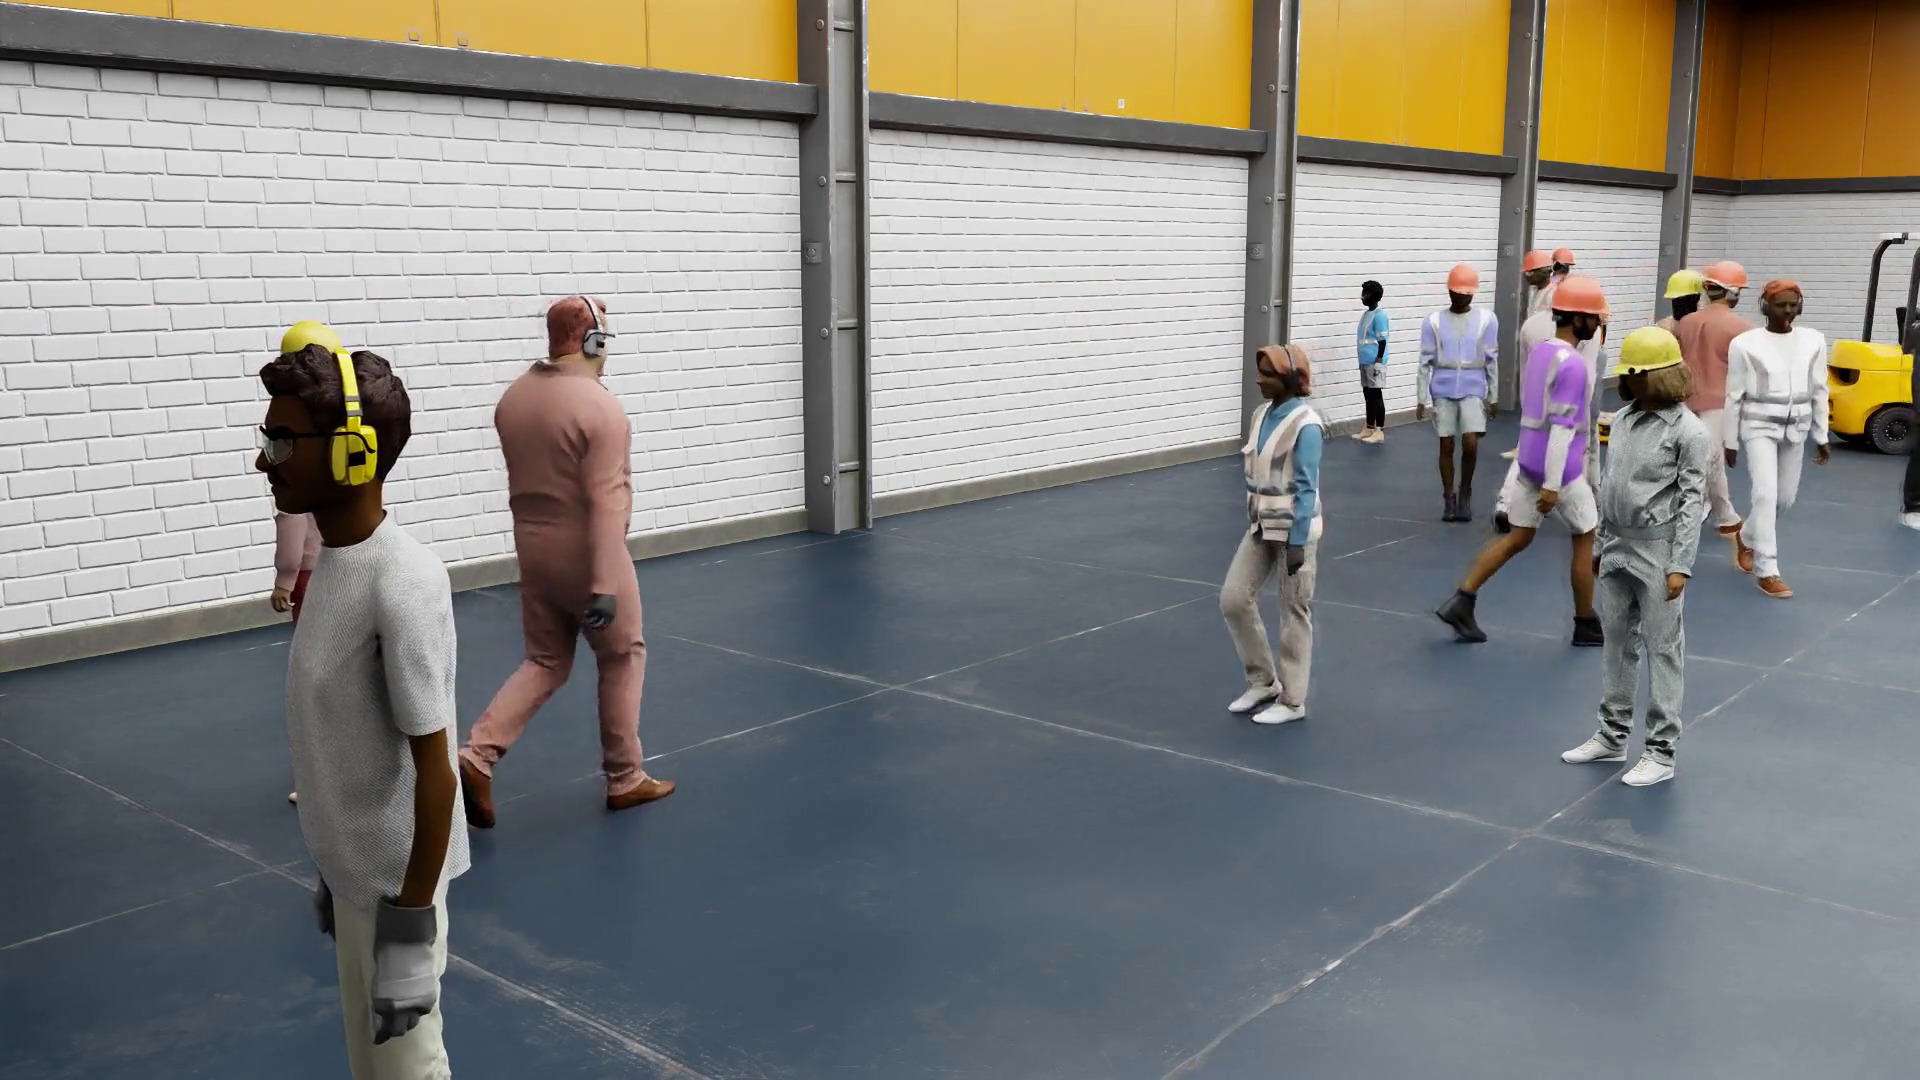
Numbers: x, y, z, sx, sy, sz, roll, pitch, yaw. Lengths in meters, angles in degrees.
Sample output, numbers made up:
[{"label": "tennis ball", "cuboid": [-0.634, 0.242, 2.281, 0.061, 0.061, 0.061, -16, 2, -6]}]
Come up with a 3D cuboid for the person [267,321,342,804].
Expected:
[{"label": "person", "cuboid": [-2.316, 0.089, 6.079, 0.321, 1.767, 0.533, 4, 11, 20]}]

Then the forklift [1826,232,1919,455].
[{"label": "forklift", "cuboid": [9.955, -1.972, 16.595, 2.313, 2.155, 1.214, 1, 10, 8]}]

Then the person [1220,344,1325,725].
[{"label": "person", "cuboid": [1.311, -0.011, 7.022, 0.433, 1.623, 0.538, -4, 11, -19]}]

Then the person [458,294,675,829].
[{"label": "person", "cuboid": [-1.413, 0.082, 5.811, 0.645, 1.870, 0.799, 7, 12, 36]}]

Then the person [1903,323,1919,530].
[{"label": "person", "cuboid": [6.966, -0.939, 11.663, 0.604, 1.860, 1.034, 1, 10, 4]}]

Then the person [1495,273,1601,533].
[{"label": "person", "cuboid": [4.214, -0.959, 11.843, 0.974, 1.873, 0.649, -9, 13, -41]}]

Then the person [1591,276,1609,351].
[{"label": "person", "cuboid": [7.697, -2.407, 20.508, 0.536, 1.693, 0.317, 3, 10, 16]}]

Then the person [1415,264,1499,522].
[{"label": "person", "cuboid": [3.661, -1.067, 12.253, 0.593, 1.904, 0.503, 3, 10, 16]}]

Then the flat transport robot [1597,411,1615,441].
[{"label": "flat transport robot", "cuboid": [6.861, -1.225, 17.813, 0.652, 0.197, 1.431, 7, 12, 33]}]

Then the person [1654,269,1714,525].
[{"label": "person", "cuboid": [5.198, -0.963, 11.739, 0.821, 1.893, 0.600, -6, 12, -31]}]

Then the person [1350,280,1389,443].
[{"label": "person", "cuboid": [4.288, -1.855, 17.338, 0.317, 1.697, 0.540, -1, 10, -6]}]

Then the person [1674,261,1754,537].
[{"label": "person", "cuboid": [5.152, -0.926, 11.385, 1.045, 1.940, 0.642, -4, 11, -21]}]

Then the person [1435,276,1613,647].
[{"label": "person", "cuboid": [2.928, -0.382, 8.410, 0.937, 1.903, 0.549, -1, 10, -6]}]

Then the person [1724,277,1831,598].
[{"label": "person", "cuboid": [4.829, -0.635, 9.935, 0.574, 1.863, 0.862, -1, 10, -3]}]

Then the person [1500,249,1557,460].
[{"label": "person", "cuboid": [5.507, -1.747, 15.829, 0.494, 2.035, 0.631, 0, 10, -1]}]

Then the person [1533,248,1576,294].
[{"label": "person", "cuboid": [7.115, -2.465, 19.901, 0.447, 2.030, 0.624, -6, 12, -32]}]

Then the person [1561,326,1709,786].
[{"label": "person", "cuboid": [2.577, 0.061, 6.324, 0.307, 1.738, 0.485, -4, 11, -20]}]

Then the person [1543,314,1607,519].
[{"label": "person", "cuboid": [4.599, -0.942, 12.475, 0.885, 1.581, 0.495, -7, 12, -36]}]

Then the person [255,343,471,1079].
[{"label": "person", "cuboid": [-1.012, 0.604, 2.850, 0.328, 1.873, 0.518, -6, 12, -33]}]
